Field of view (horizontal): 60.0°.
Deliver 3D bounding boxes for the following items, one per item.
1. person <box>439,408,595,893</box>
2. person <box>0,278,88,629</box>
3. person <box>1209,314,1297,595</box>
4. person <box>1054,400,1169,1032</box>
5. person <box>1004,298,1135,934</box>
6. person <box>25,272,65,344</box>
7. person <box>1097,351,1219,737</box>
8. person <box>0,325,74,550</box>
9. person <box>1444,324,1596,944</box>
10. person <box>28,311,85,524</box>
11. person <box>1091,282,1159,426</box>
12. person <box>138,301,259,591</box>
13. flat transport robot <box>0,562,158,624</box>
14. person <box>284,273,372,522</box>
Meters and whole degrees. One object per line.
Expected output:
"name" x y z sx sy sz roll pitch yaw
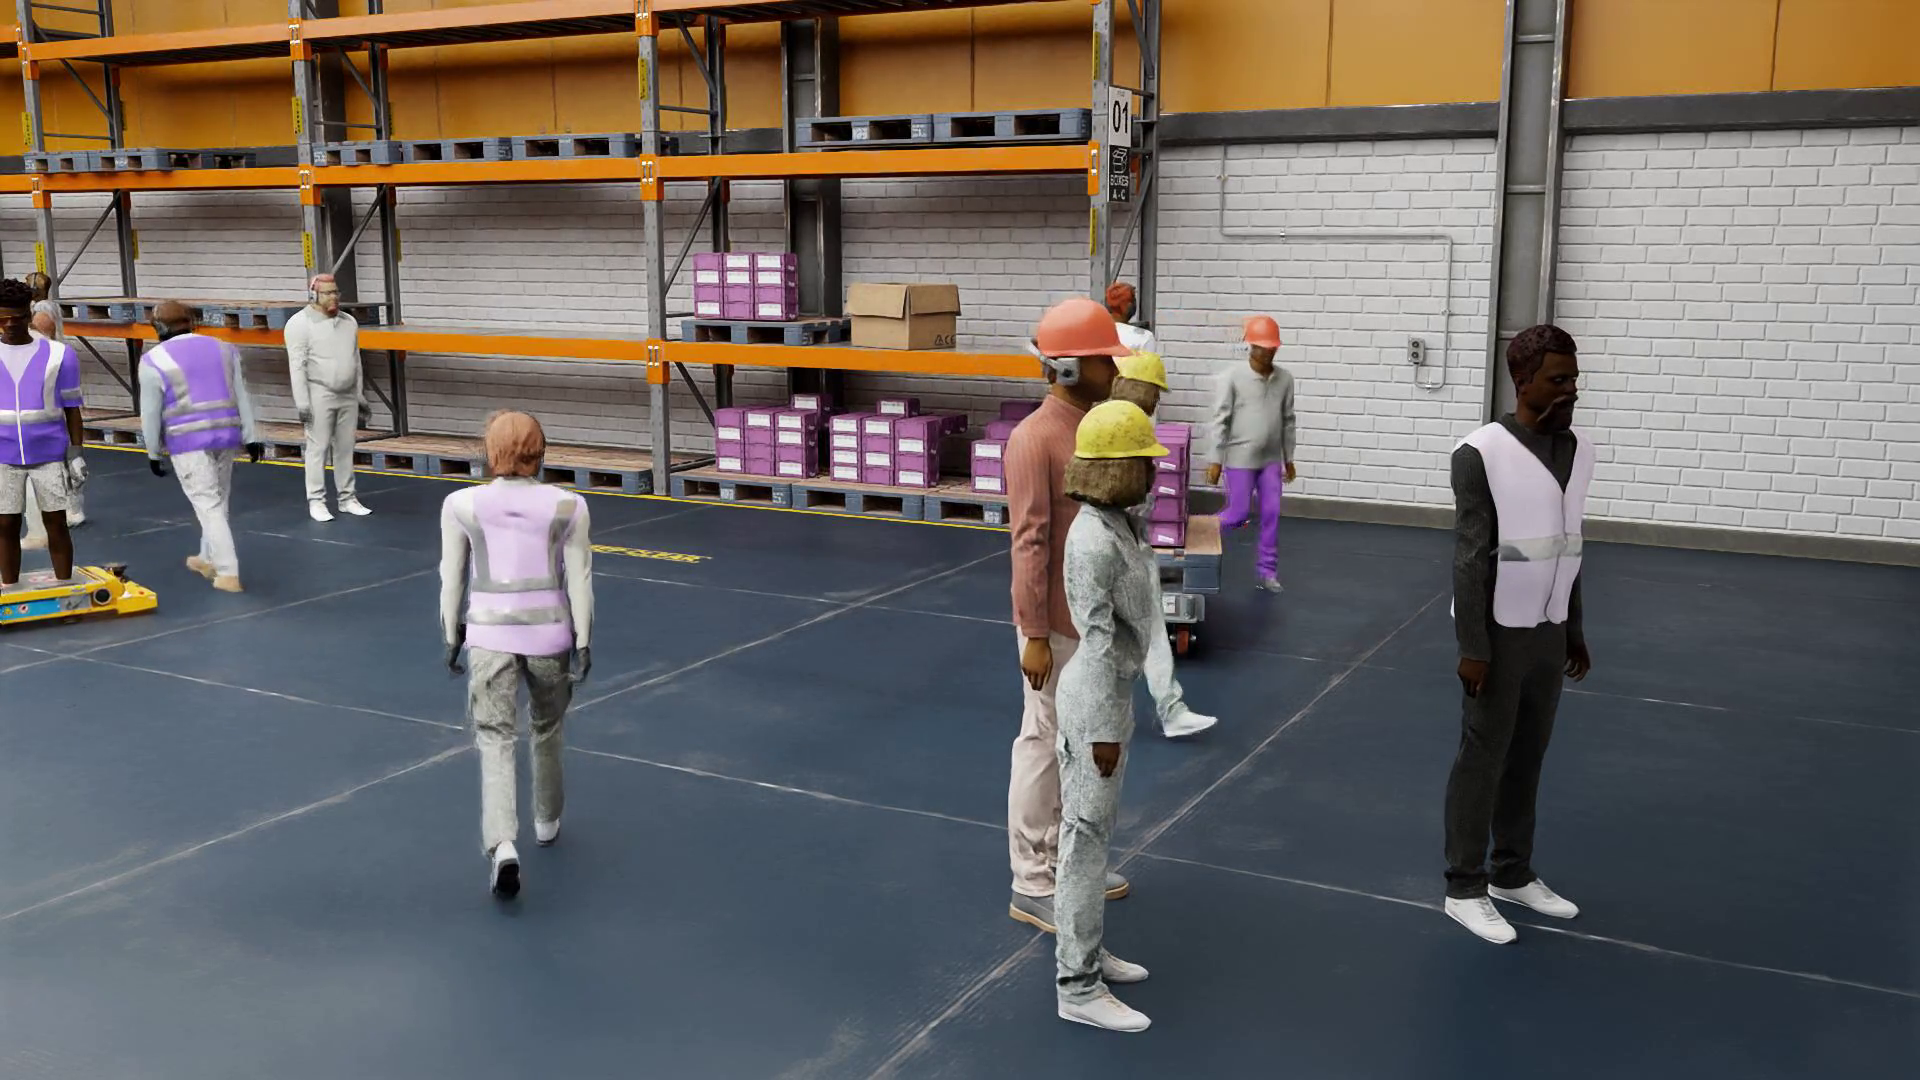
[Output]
"person" -1.507 0.358 5.690 0.515 1.610 0.790 -3 11 -15
"person" -5.238 -0.481 9.332 0.603 1.959 0.377 -4 11 -22
"person" 1.782 -0.545 10.329 0.594 1.725 0.624 -5 11 -24
"person" 0.419 0.478 4.664 0.299 1.745 0.483 1 10 7
"person" 0.351 0.236 5.304 0.388 1.993 0.624 5 11 25
"person" -8.922 -1.687 16.257 0.344 1.846 0.507 -1 10 -5
"person" 0.745 0.036 7.233 0.899 1.679 0.546 10 14 44
"person" -6.553 -0.827 11.589 0.404 1.831 0.508 1 10 5
"person" 1.765 0.283 5.258 0.592 1.920 0.392 -7 13 -35
"person" -6.825 -0.894 12.475 0.309 1.638 0.522 1 10 3
"person" 1.077 -0.808 11.328 0.584 1.882 0.337 5 12 26
"person" -4.804 -0.585 10.384 0.871 1.788 0.680 7 12 33
"flat transport robot" -5.426 0.342 9.452 1.431 0.197 0.652 -9 14 -41
"person" -4.883 -1.109 12.923 0.405 1.906 0.646 6 12 29
